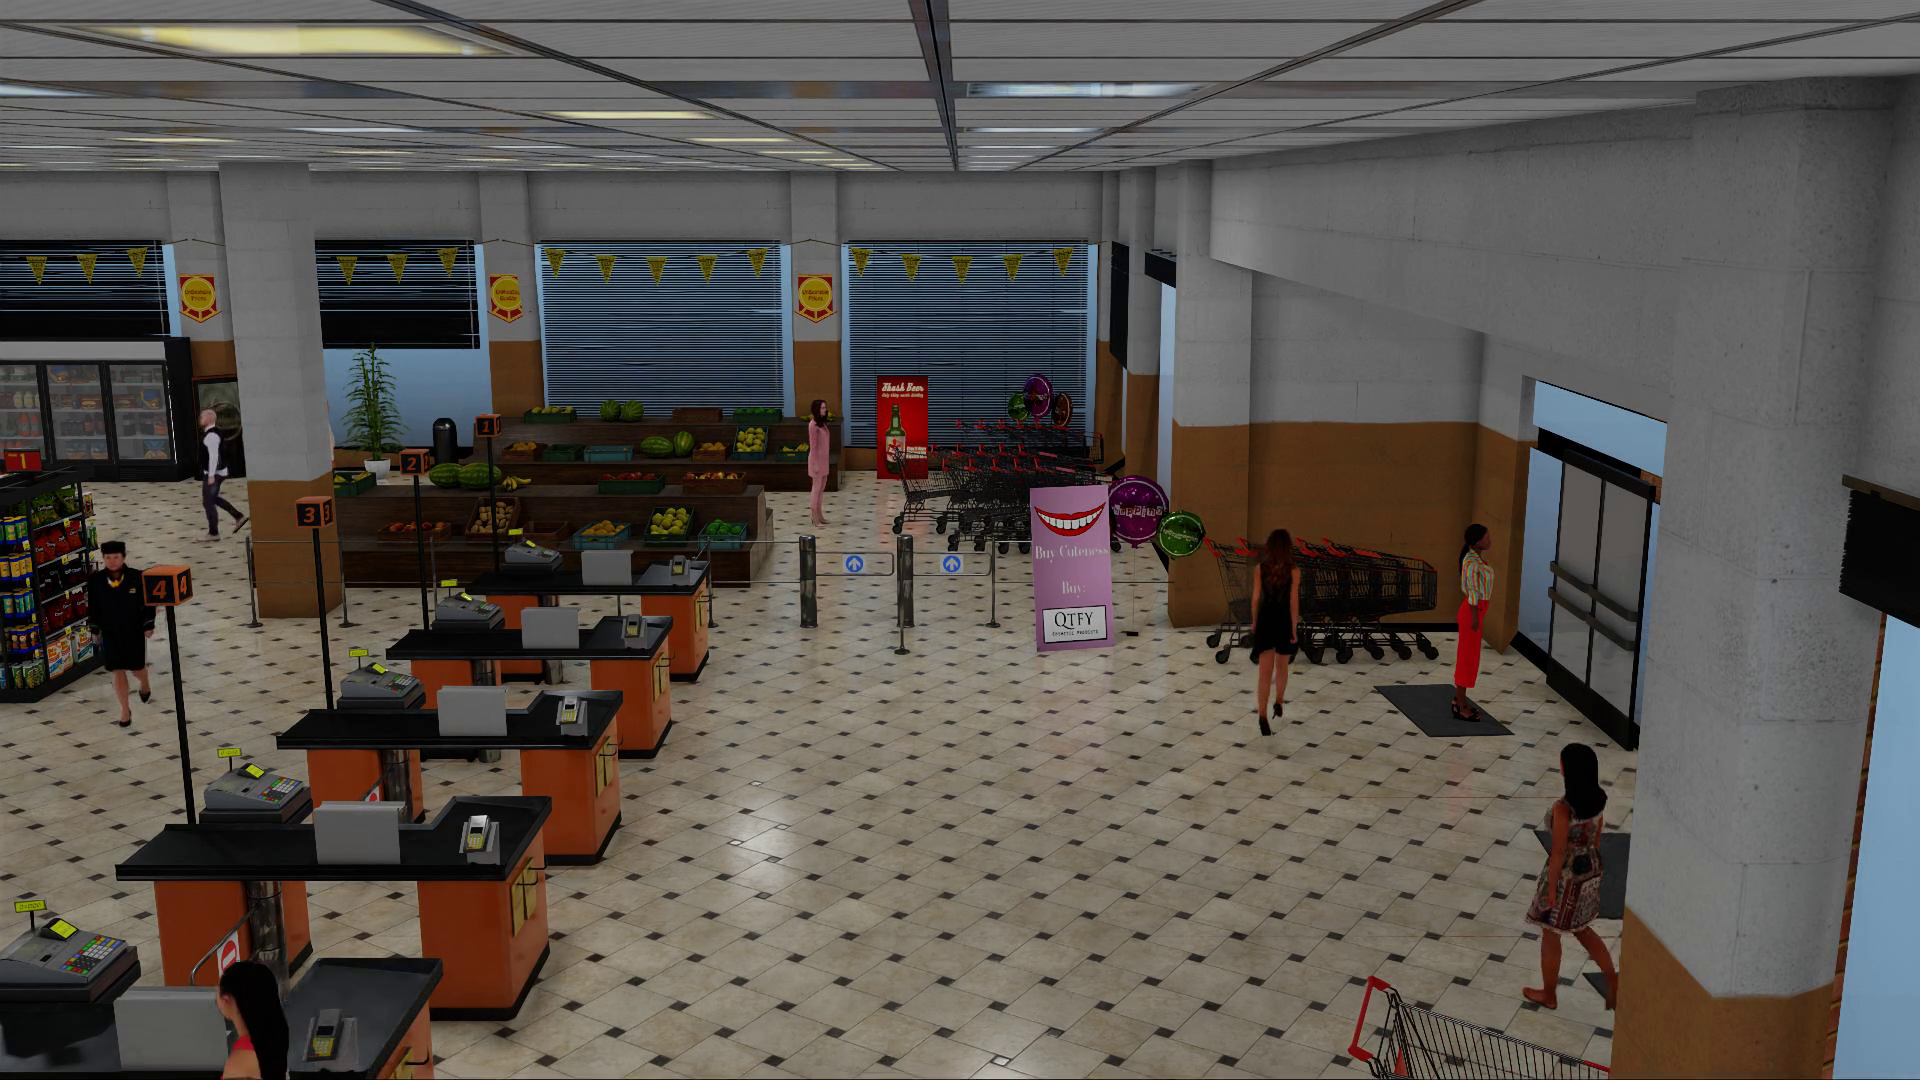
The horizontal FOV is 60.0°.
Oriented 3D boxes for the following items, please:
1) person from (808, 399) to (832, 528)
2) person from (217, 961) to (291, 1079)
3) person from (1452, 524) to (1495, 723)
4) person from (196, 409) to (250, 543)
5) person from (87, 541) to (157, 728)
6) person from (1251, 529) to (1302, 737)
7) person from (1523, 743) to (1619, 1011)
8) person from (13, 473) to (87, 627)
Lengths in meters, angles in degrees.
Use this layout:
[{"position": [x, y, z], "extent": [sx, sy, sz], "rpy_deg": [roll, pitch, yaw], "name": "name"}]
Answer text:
[{"position": [-2.012, -1.101, 23.626], "extent": [0.622, 1.803, 0.671], "rpy_deg": [4, 12, 17], "name": "person"}, {"position": [-2.695, 2.530, 6.644], "extent": [1.019, 1.695, 0.626], "rpy_deg": [-1, 12, -5], "name": "person"}, {"position": [4.596, 0.731, 14.949], "extent": [0.627, 1.792, 0.659], "rpy_deg": [4, 12, 17], "name": "person"}, {"position": [-10.019, -0.860, 22.483], "extent": [1.039, 1.803, 0.903], "rpy_deg": [-3, 12, -15], "name": "person"}, {"position": [-7.460, 0.816, 14.865], "extent": [0.857, 1.661, 0.870], "rpy_deg": [-3, 12, -13], "name": "person"}, {"position": [2.703, 0.846, 14.413], "extent": [1.132, 1.789, 0.893], "rpy_deg": [4, 13, 19], "name": "person"}, {"position": [3.560, 1.962, 9.491], "extent": [0.942, 1.634, 0.960], "rpy_deg": [-8, 14, -33], "name": "person"}, {"position": [-9.970, 0.184, 17.603], "extent": [1.233, 1.770, 0.804], "rpy_deg": [-1, 12, -6], "name": "person"}]
